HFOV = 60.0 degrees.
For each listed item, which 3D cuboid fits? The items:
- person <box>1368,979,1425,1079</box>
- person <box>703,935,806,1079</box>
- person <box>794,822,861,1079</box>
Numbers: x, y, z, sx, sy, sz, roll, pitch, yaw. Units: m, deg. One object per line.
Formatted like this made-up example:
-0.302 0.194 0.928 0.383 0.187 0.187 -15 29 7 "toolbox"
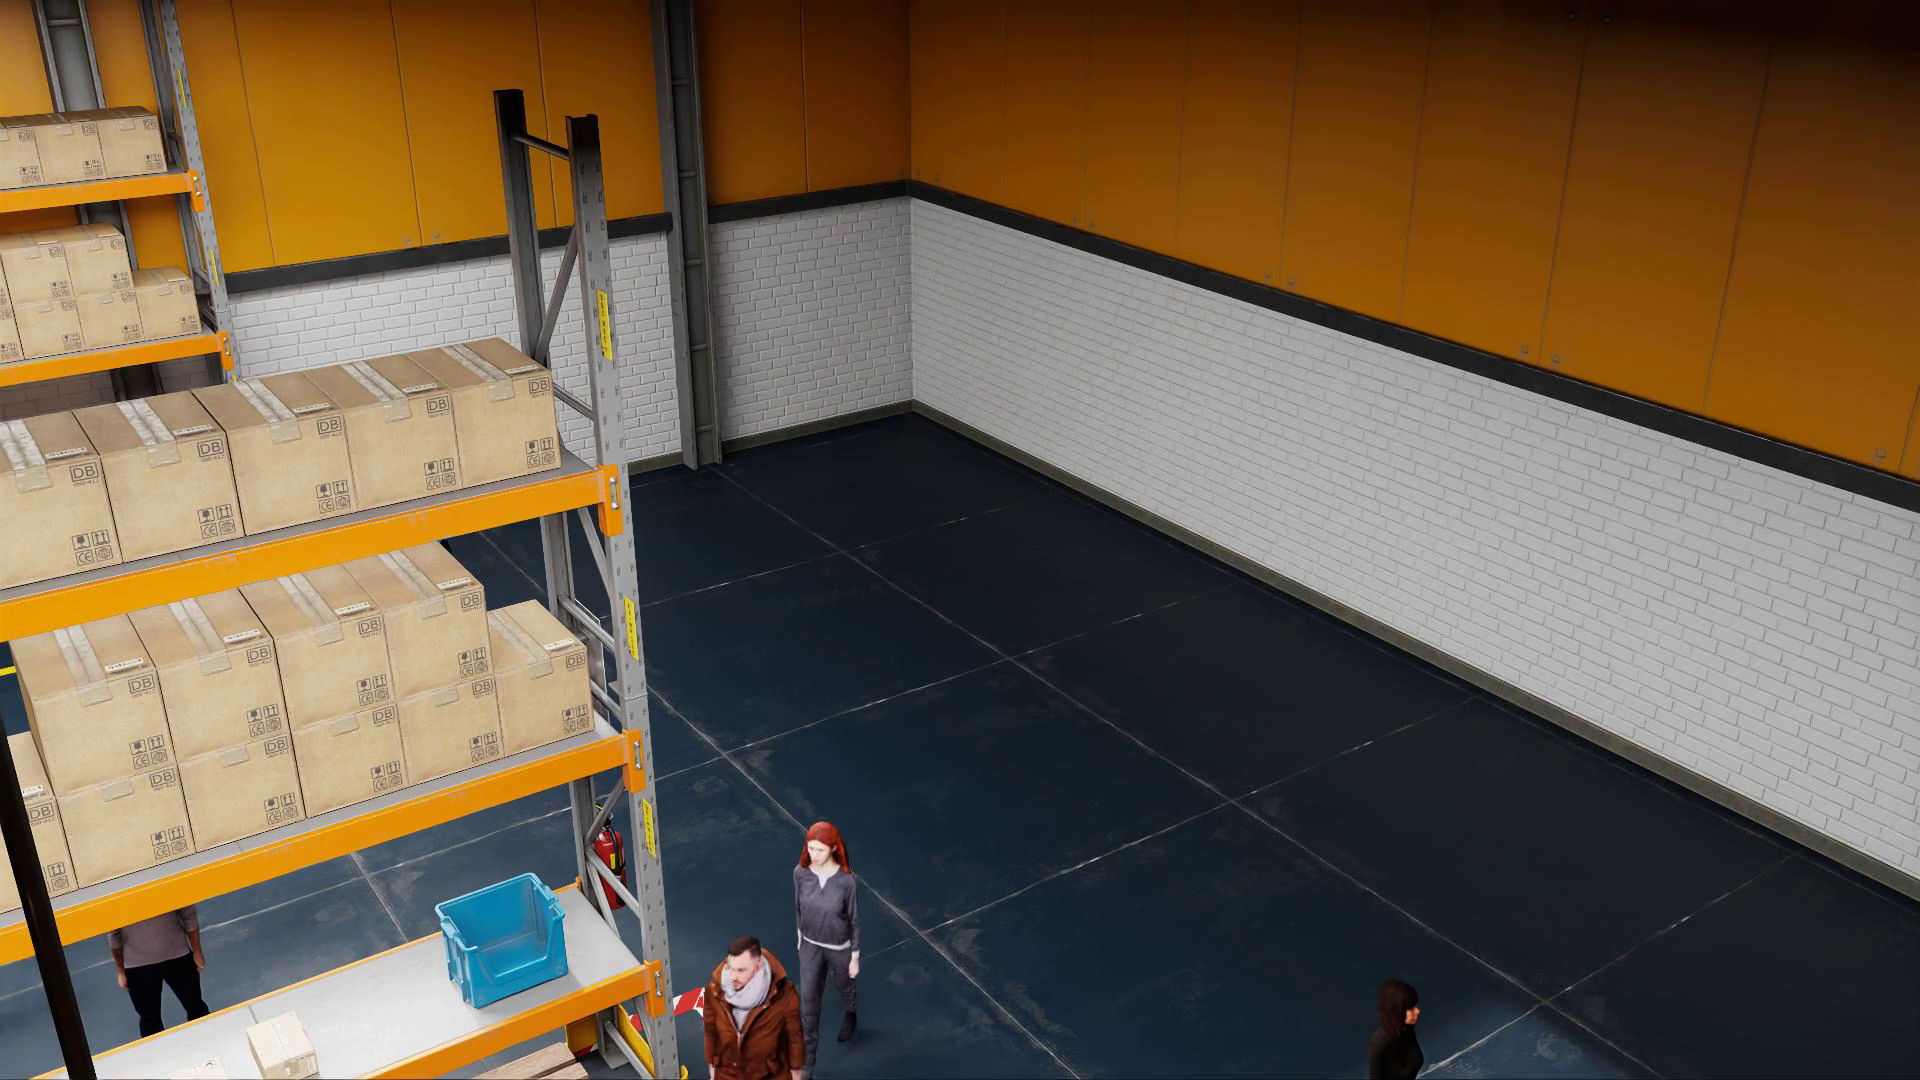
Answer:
2.294 3.073 9.035 0.680 1.640 0.523 18 29 36 "person"
-1.131 2.902 9.211 1.134 1.813 1.212 5 24 12 "person"
-0.772 2.489 10.275 1.063 1.718 1.200 7 24 15 "person"
